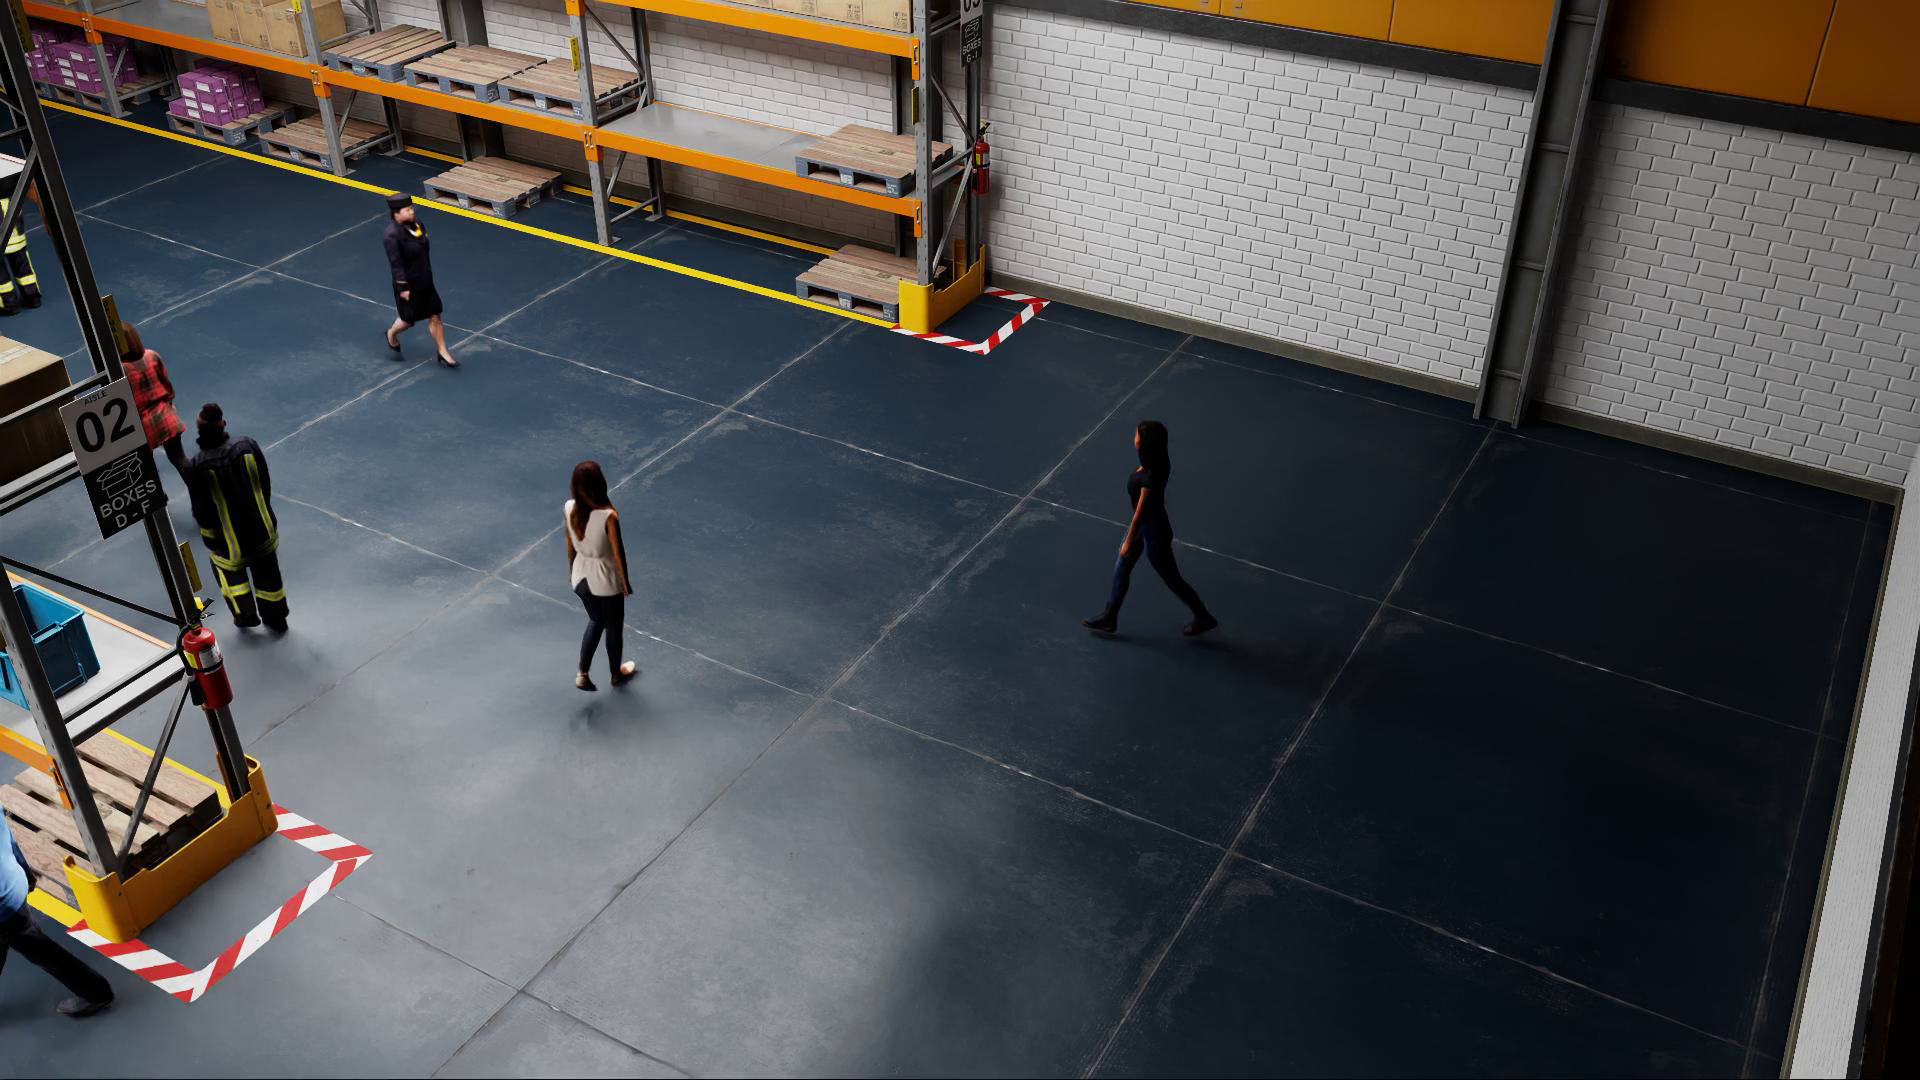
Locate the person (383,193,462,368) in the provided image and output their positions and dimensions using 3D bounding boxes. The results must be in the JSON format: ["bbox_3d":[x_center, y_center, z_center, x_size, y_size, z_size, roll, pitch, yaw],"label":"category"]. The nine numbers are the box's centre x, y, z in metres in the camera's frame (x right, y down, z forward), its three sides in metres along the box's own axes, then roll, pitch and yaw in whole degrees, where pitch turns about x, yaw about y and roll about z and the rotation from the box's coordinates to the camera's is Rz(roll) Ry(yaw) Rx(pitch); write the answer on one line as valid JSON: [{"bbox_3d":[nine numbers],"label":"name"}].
[{"bbox_3d":[-5.014,-2.332,15.077,1.053,1.648,0.760,13,36,19],"label":"person"}]

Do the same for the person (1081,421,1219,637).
[{"bbox_3d":[1.419,0.005,11.528,1.251,1.685,0.858,4,34,7],"label":"person"}]

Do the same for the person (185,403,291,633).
[{"bbox_3d":[-4.978,-0.111,11.551,0.803,1.852,0.832,28,43,35],"label":"person"}]

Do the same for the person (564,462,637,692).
[{"bbox_3d":[-2.440,0.317,10.977,0.761,1.775,0.722,14,36,20],"label":"person"}]

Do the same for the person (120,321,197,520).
[{"bbox_3d":[-6.217,-0.884,12.879,1.152,1.668,0.760,25,41,33],"label":"person"}]

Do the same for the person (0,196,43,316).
[{"bbox_3d":[-9.340,-3.080,16.047,0.829,1.819,0.813,-25,41,-32],"label":"person"}]

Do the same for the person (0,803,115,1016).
[{"bbox_3d":[-4.903,1.871,8.654,1.205,1.758,1.122,-7,34,-11],"label":"person"}]
